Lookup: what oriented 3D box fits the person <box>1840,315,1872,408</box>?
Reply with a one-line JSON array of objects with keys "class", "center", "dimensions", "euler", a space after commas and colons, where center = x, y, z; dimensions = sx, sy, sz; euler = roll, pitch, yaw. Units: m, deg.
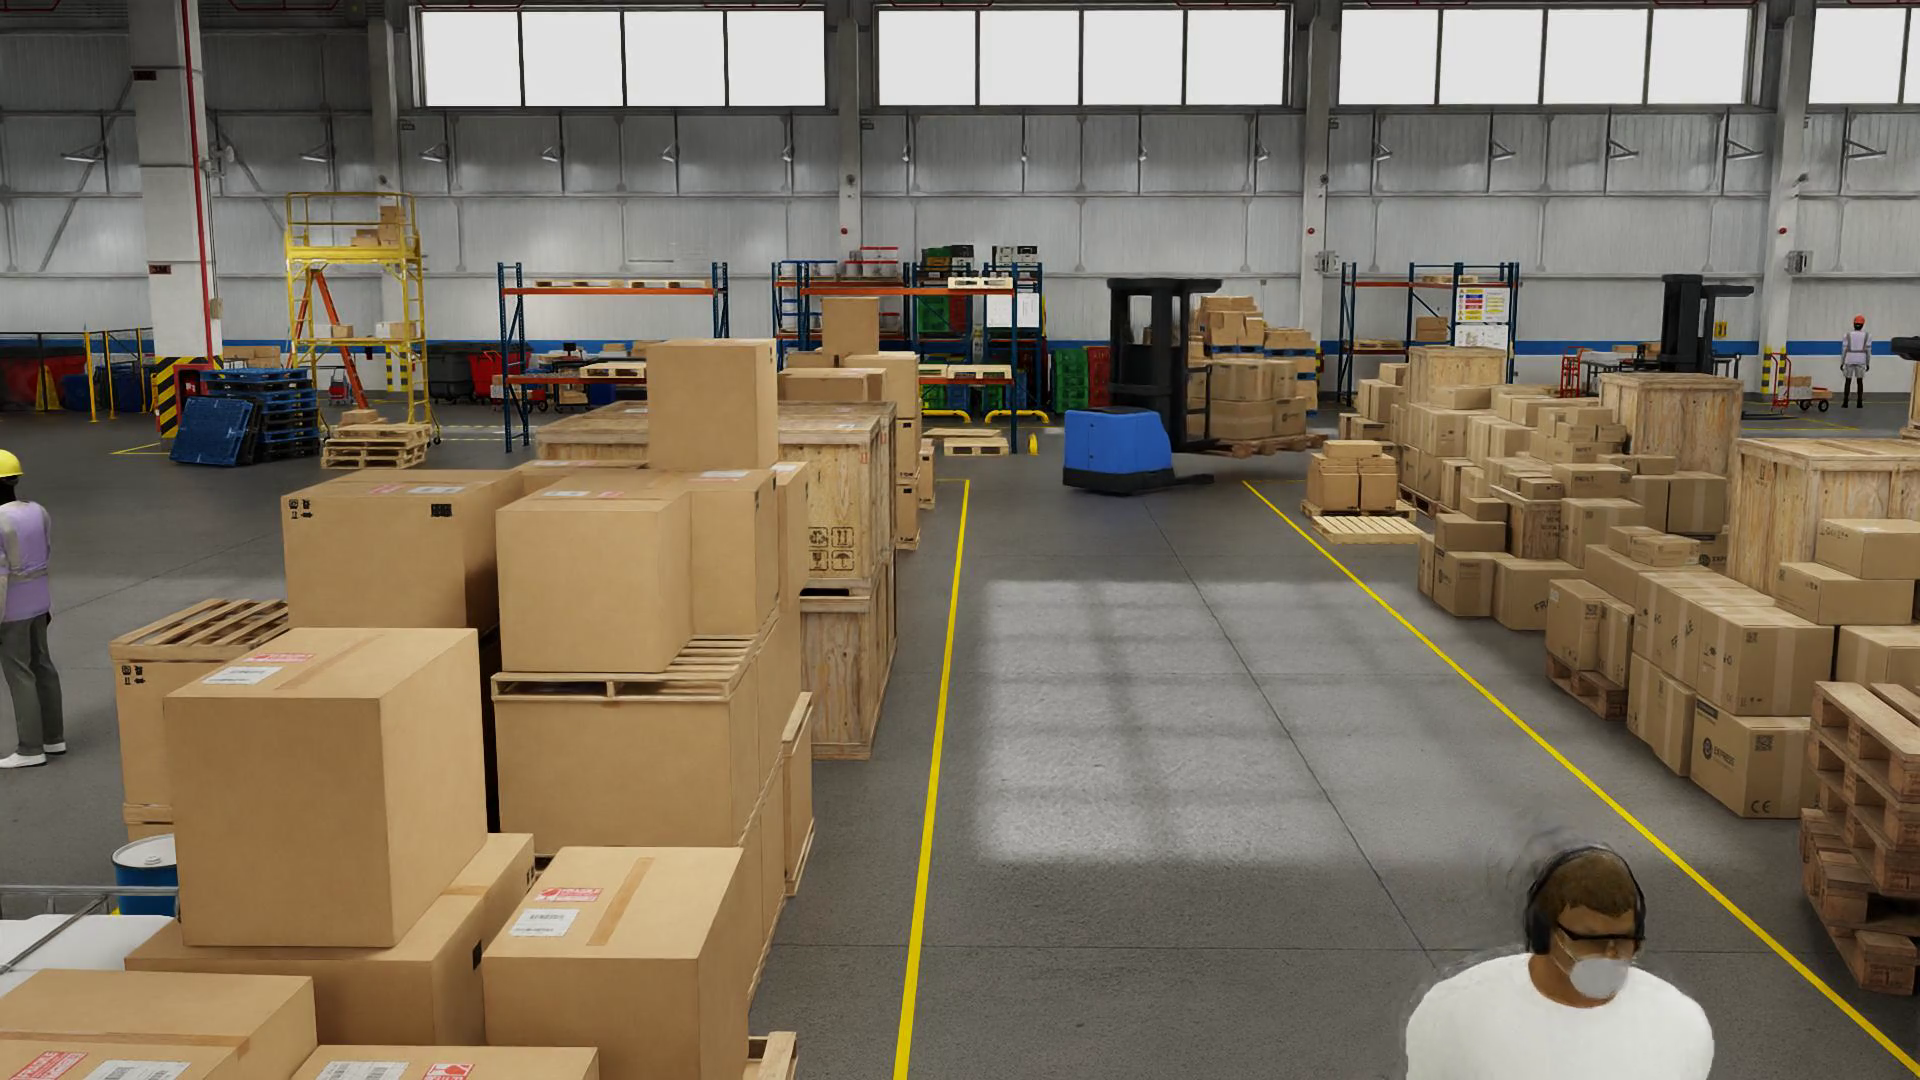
[{"class": "person", "center": [18.699, -3.720, 34.735], "dimensions": [0.551, 1.935, 0.371], "euler": [4, 10, 24]}]

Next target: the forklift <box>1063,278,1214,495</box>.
[{"class": "forklift", "center": [2.377, -2.095, 22.183], "dimensions": [1.873, 2.768, 1.129], "euler": [-8, 12, -40]}]

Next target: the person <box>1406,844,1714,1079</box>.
[{"class": "person", "center": [1.211, 1.540, 3.396], "dimensions": [0.640, 1.884, 1.029], "euler": [1, 10, 4]}]

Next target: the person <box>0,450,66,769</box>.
[{"class": "person", "center": [-5.697, 0.412, 10.016], "dimensions": [0.381, 1.924, 0.593], "euler": [0, 9, 2]}]

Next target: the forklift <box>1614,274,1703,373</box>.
[{"class": "forklift", "center": [12.608, -3.276, 29.256], "dimensions": [1.873, 2.768, 1.129], "euler": [0, 9, 1]}]
